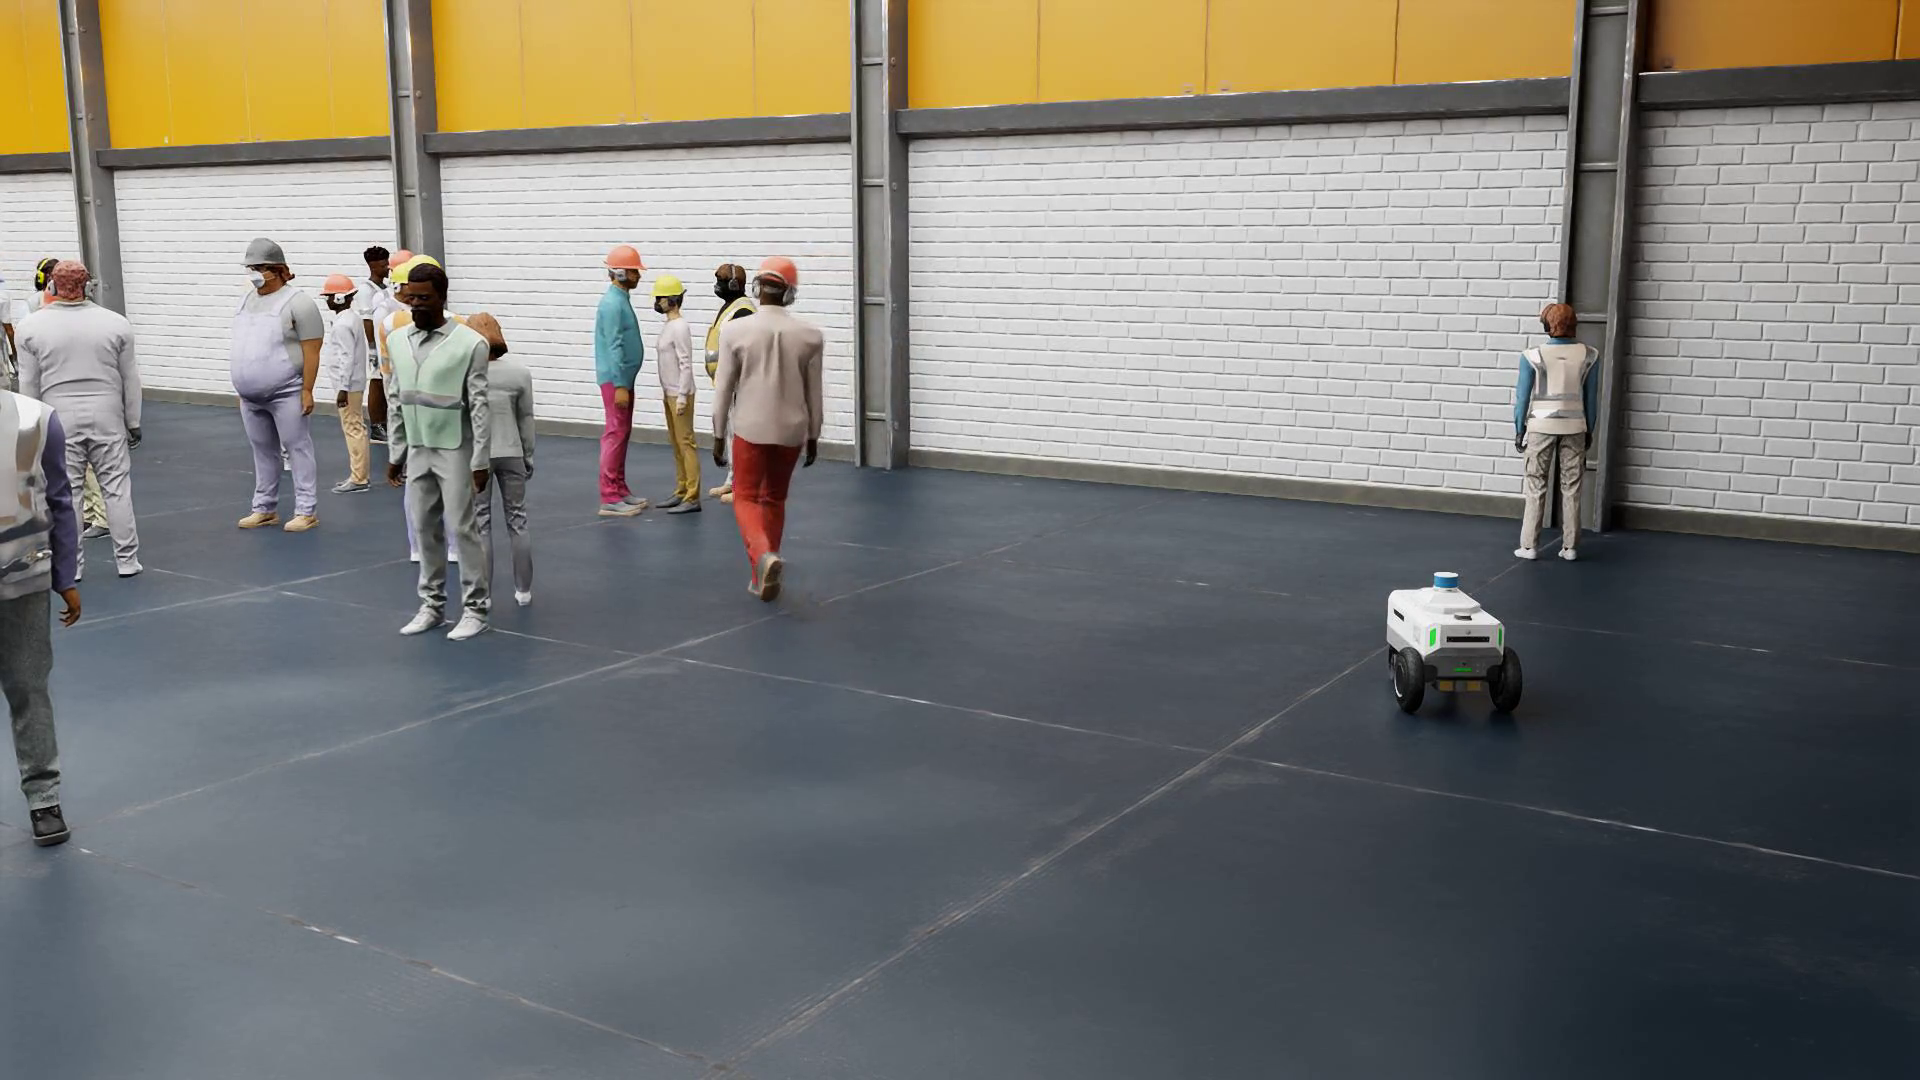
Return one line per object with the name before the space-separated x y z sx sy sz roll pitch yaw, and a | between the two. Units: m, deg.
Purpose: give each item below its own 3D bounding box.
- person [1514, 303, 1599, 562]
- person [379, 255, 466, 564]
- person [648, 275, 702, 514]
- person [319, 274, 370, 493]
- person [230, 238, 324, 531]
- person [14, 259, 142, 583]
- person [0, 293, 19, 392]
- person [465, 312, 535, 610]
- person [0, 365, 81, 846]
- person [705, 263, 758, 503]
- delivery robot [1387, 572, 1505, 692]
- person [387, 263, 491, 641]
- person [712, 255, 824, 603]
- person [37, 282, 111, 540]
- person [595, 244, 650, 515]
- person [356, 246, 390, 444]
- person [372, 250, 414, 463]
person | 3.746 -0.669 10.479 0.514 1.634 0.313 1 10 3
person | -3.301 -0.803 10.387 0.586 1.930 0.356 1 10 7
person | -2.128 -1.078 12.363 0.329 1.767 0.528 -4 11 -21
person | -4.957 -1.263 13.421 0.329 1.751 0.572 -2 11 -13
person | -4.796 -1.074 11.580 0.678 2.000 0.537 4 11 19
person | -5.205 -0.700 9.880 0.641 1.908 0.407 -6 12 -30
person | -8.874 -1.647 15.222 0.513 1.876 0.328 -2 10 -10
person | -2.570 -0.427 9.127 0.498 1.633 0.289 -7 12 -33
person | -3.223 0.134 5.467 0.599 1.830 0.403 -6 12 -29
person | -1.758 -1.213 12.904 0.429 1.845 0.621 -4 11 -20
delivery robot | 2.137 0.386 7.351 0.477 0.478 0.707 0 10 0
person | -2.633 -0.447 8.479 0.593 1.910 0.387 4 11 23
person | -1.043 -0.588 9.204 0.644 1.947 0.774 -4 11 -20
person | -6.004 -0.879 11.299 0.339 1.747 0.573 -9 13 -40
person | -2.499 -1.185 12.337 0.402 1.989 0.617 0 10 -2
person | -5.796 -1.952 16.655 0.367 1.966 0.606 0 10 0
person | -4.897 -1.590 14.736 0.362 1.934 0.551 7 12 34
